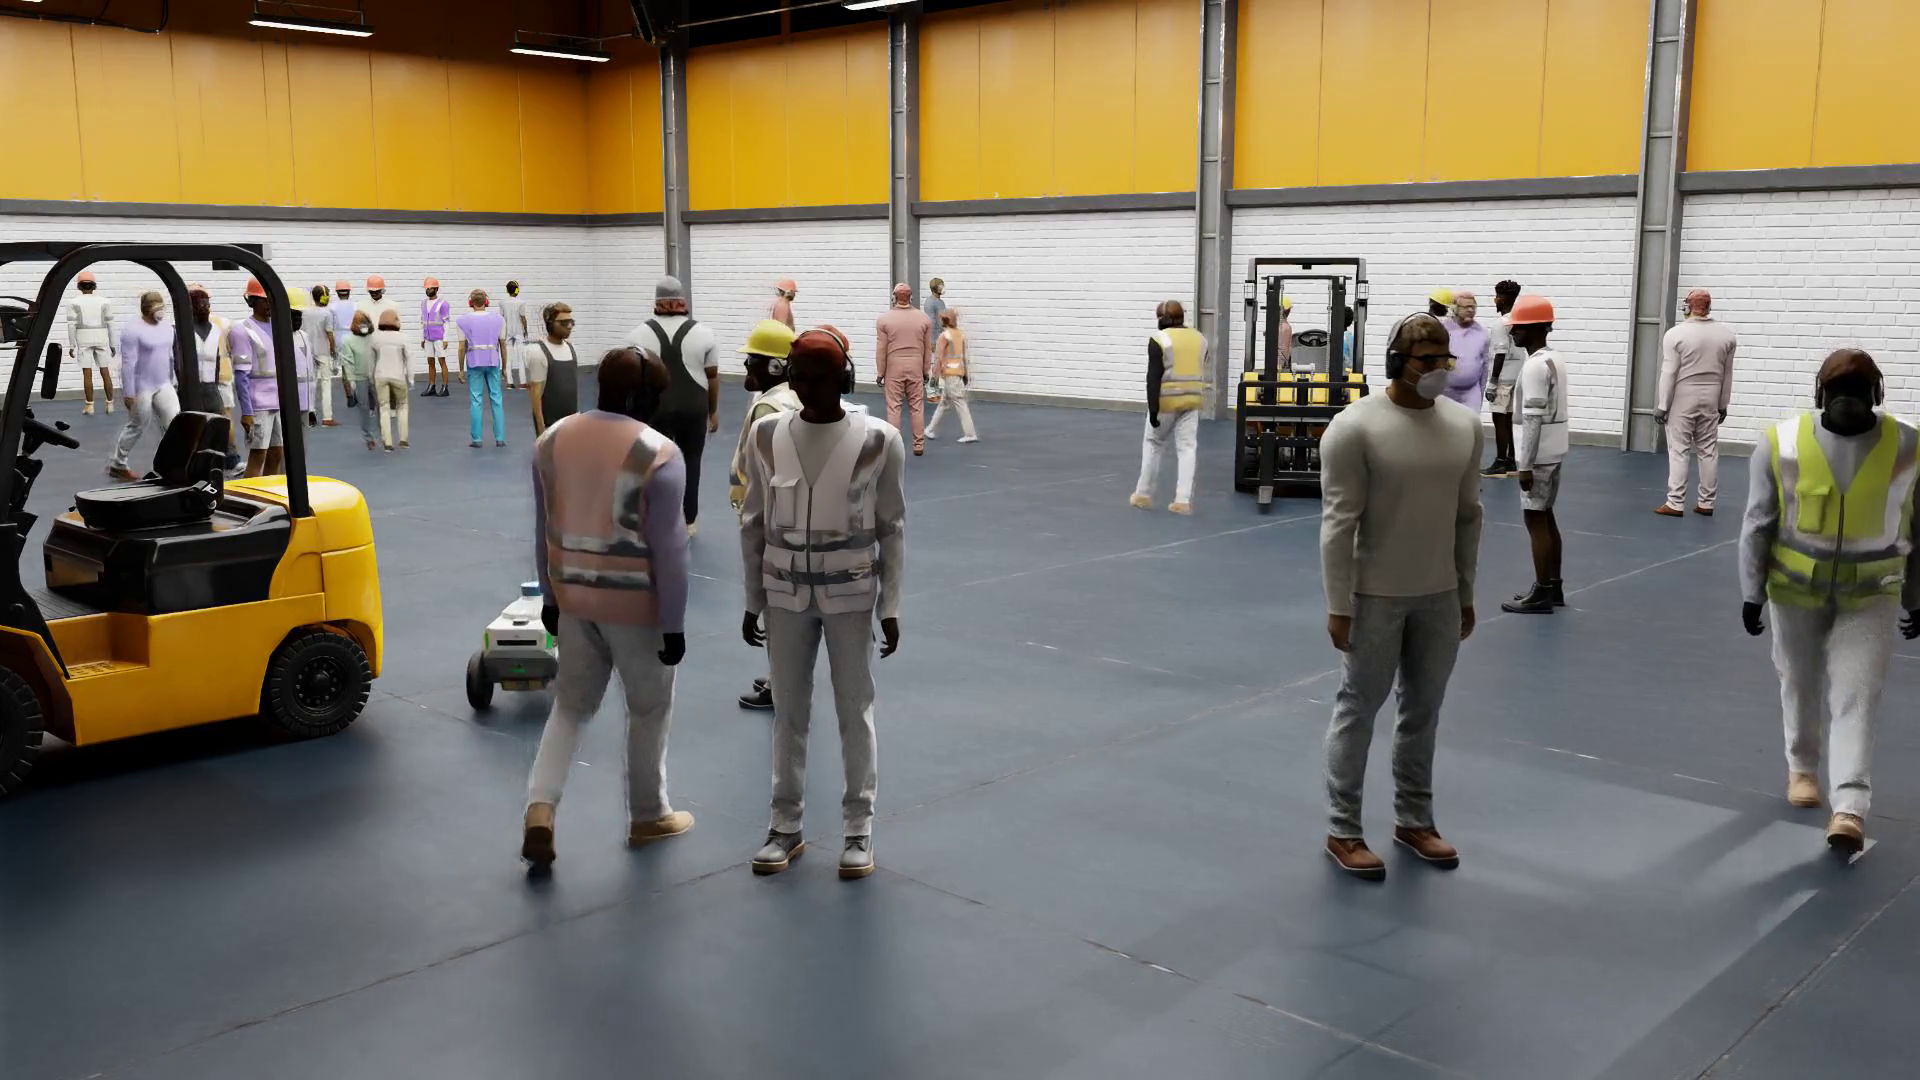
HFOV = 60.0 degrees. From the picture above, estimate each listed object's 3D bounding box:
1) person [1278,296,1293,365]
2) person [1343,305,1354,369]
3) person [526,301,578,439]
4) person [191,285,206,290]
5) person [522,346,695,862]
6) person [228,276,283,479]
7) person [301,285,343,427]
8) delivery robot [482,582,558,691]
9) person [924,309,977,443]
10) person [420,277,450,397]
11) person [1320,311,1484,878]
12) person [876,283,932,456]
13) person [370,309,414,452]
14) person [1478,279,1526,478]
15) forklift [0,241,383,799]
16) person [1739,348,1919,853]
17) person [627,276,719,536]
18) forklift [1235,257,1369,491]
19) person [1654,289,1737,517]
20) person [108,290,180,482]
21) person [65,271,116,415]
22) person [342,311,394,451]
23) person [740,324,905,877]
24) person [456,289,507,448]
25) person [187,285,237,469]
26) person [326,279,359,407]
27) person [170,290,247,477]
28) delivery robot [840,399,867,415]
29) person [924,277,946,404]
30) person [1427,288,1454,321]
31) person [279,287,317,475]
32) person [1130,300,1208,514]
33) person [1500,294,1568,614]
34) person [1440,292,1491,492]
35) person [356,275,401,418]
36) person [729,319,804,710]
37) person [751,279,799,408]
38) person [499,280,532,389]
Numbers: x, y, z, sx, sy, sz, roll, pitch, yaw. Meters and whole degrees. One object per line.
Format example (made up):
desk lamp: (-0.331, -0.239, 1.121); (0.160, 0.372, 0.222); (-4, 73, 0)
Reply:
person: (3.669, -1.915, 19.096); (0.321, 1.767, 0.552); (1, 9, 8)
person: (4.000, -1.619, 17.482); (0.318, 1.700, 0.536); (3, 10, 20)
person: (-3.005, -0.861, 12.448); (0.428, 1.830, 0.509); (6, 11, 34)
person: (-10.716, -2.648, 23.368); (0.335, 1.845, 0.642); (-7, 12, -36)
person: (-1.229, 0.234, 5.794); (0.662, 1.814, 0.698); (5, 10, 26)
person: (-5.404, -1.060, 13.010); (0.386, 2.039, 0.615); (2, 9, 11)
person: (-8.439, -2.406, 21.880); (0.581, 1.856, 0.332); (3, 10, 18)
delivery robot: (-2.055, 0.447, 8.025); (0.477, 0.478, 0.707); (0, 9, -2)
person: (-0.158, -1.956, 19.859); (0.875, 1.582, 0.534); (4, 10, 25)
person: (-8.540, -3.291, 27.007); (0.542, 1.938, 0.358); (4, 10, 21)
person: (1.511, 0.188, 5.706); (0.631, 1.931, 0.366); (-4, 10, -21)
person: (-0.631, -1.871, 18.382); (0.642, 1.913, 0.409); (-3, 10, -18)
person: (-6.482, -1.819, 18.966); (0.526, 1.602, 0.629); (-2, 9, -10)
person: (5.419, -1.602, 16.560); (0.361, 1.964, 0.613); (8, 12, 41)
forklift: (-3.706, -0.171, 7.093); (1.214, 2.155, 2.313); (9, 13, 43)
person: (3.198, 0.195, 6.100); (0.638, 1.781, 0.998); (5, 10, 28)
person: (-2.198, -1.032, 12.839); (0.695, 2.000, 0.550); (-1, 9, -6)
forklift: (3.309, -1.629, 16.029); (1.214, 2.155, 2.313); (2, 9, 11)
person: (6.124, -1.143, 13.936); (0.652, 1.904, 0.402); (-2, 9, -9)
person: (-7.801, -1.452, 15.964); (1.024, 1.881, 0.686); (4, 10, 21)
person: (-12.352, -2.795, 23.652); (0.614, 2.038, 0.395); (-8, 12, -39)
person: (-6.679, -1.788, 18.832); (0.551, 1.587, 0.732); (-5, 11, -28)
person: (-0.473, 0.212, 5.681); (0.572, 1.887, 0.354); (2, 9, 11)
person: (-5.535, -1.984, 19.300); (0.563, 1.838, 0.390); (-4, 10, -25)
person: (-7.815, -1.689, 17.303); (0.625, 1.891, 0.762); (-7, 12, -38)
person: (-9.256, -2.966, 25.104); (0.560, 1.903, 0.825); (-4, 10, -21)
person: (-7.524, -1.536, 16.487); (1.018, 1.863, 0.610); (5, 11, 29)
delivery robot: (-1.485, -1.523, 20.105); (0.707, 0.478, 0.477); (-3, 10, -17)
person: (-0.359, -3.071, 25.657); (0.372, 1.940, 0.631); (2, 10, 14)
person: (4.783, -1.652, 17.132); (0.697, 1.880, 0.605); (9, 13, 44)
person: (-5.451, -1.102, 13.623); (0.379, 1.922, 0.592); (1, 9, 6)
person: (1.788, -1.147, 14.272); (0.626, 1.799, 0.842); (-4, 10, -24)
person: (3.458, -0.516, 10.060); (0.423, 1.924, 0.559); (5, 11, 30)
person: (4.709, -1.428, 15.815); (0.641, 1.865, 0.961); (0, 9, 0)
person: (-8.080, -2.680, 23.116); (0.608, 1.984, 0.397); (-2, 9, -12)
person: (-0.883, -0.120, 7.872); (0.404, 1.834, 0.600); (1, 9, 7)
person: (-2.589, -2.838, 24.270); (1.044, 1.934, 0.627); (-3, 10, -19)
person: (-7.688, -3.539, 28.735); (0.510, 1.872, 0.329); (2, 9, 11)
